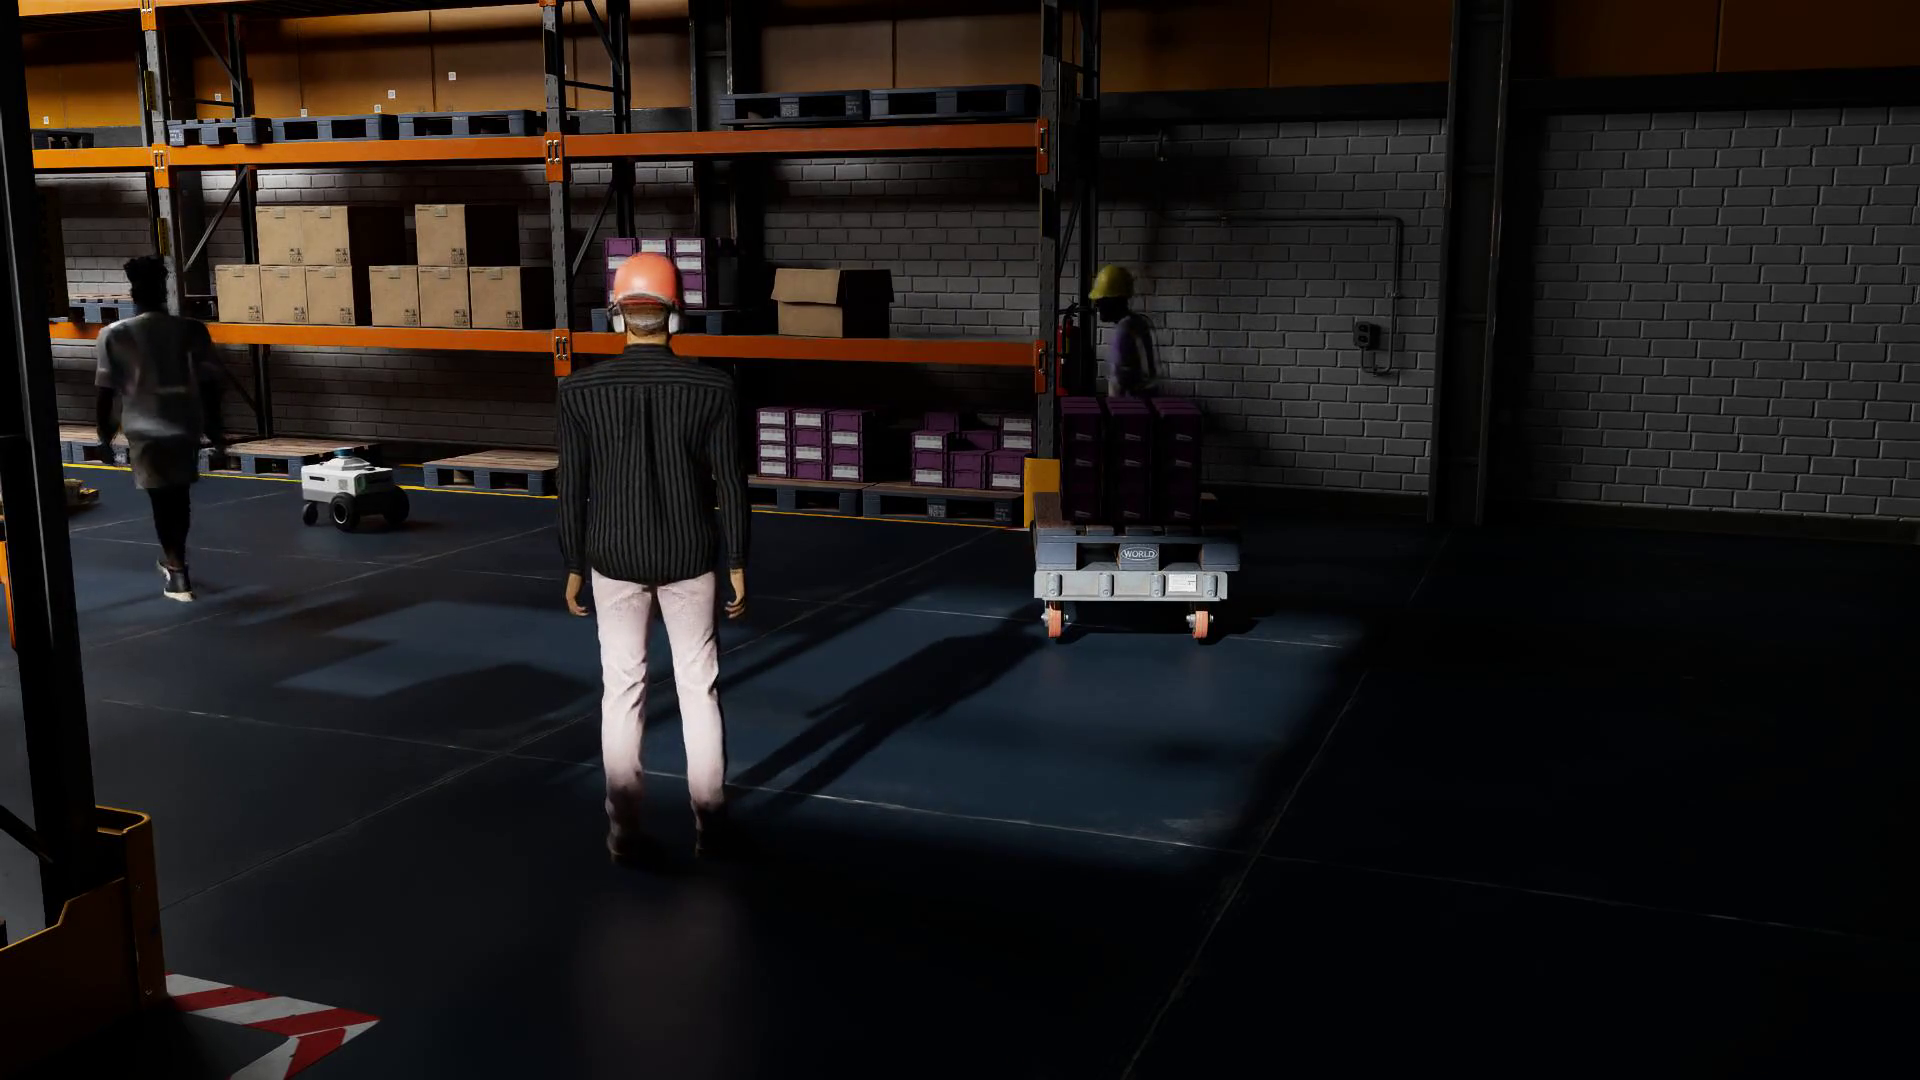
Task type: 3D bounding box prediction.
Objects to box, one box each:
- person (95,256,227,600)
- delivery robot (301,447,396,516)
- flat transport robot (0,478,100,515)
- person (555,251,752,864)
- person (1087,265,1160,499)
[{"bbox_3d":[-4.647,-0.651,9.581,0.638,1.927,0.913,-9,14,-43],"label":"person"},{"bbox_3d":[-4.373,-0.420,11.881,0.707,0.478,0.477,7,12,34],"label":"delivery robot"},{"bbox_3d":[-6.902,-0.276,12.126,0.652,0.197,1.431,-1,10,-6],"label":"flat transport robot"},{"bbox_3d":[-0.989,0.065,5.433,0.622,1.990,0.402,-1,10,-6],"label":"person"},{"bbox_3d":[1.026,-0.774,10.431,0.921,1.868,0.610,1,10,7],"label":"person"}]
